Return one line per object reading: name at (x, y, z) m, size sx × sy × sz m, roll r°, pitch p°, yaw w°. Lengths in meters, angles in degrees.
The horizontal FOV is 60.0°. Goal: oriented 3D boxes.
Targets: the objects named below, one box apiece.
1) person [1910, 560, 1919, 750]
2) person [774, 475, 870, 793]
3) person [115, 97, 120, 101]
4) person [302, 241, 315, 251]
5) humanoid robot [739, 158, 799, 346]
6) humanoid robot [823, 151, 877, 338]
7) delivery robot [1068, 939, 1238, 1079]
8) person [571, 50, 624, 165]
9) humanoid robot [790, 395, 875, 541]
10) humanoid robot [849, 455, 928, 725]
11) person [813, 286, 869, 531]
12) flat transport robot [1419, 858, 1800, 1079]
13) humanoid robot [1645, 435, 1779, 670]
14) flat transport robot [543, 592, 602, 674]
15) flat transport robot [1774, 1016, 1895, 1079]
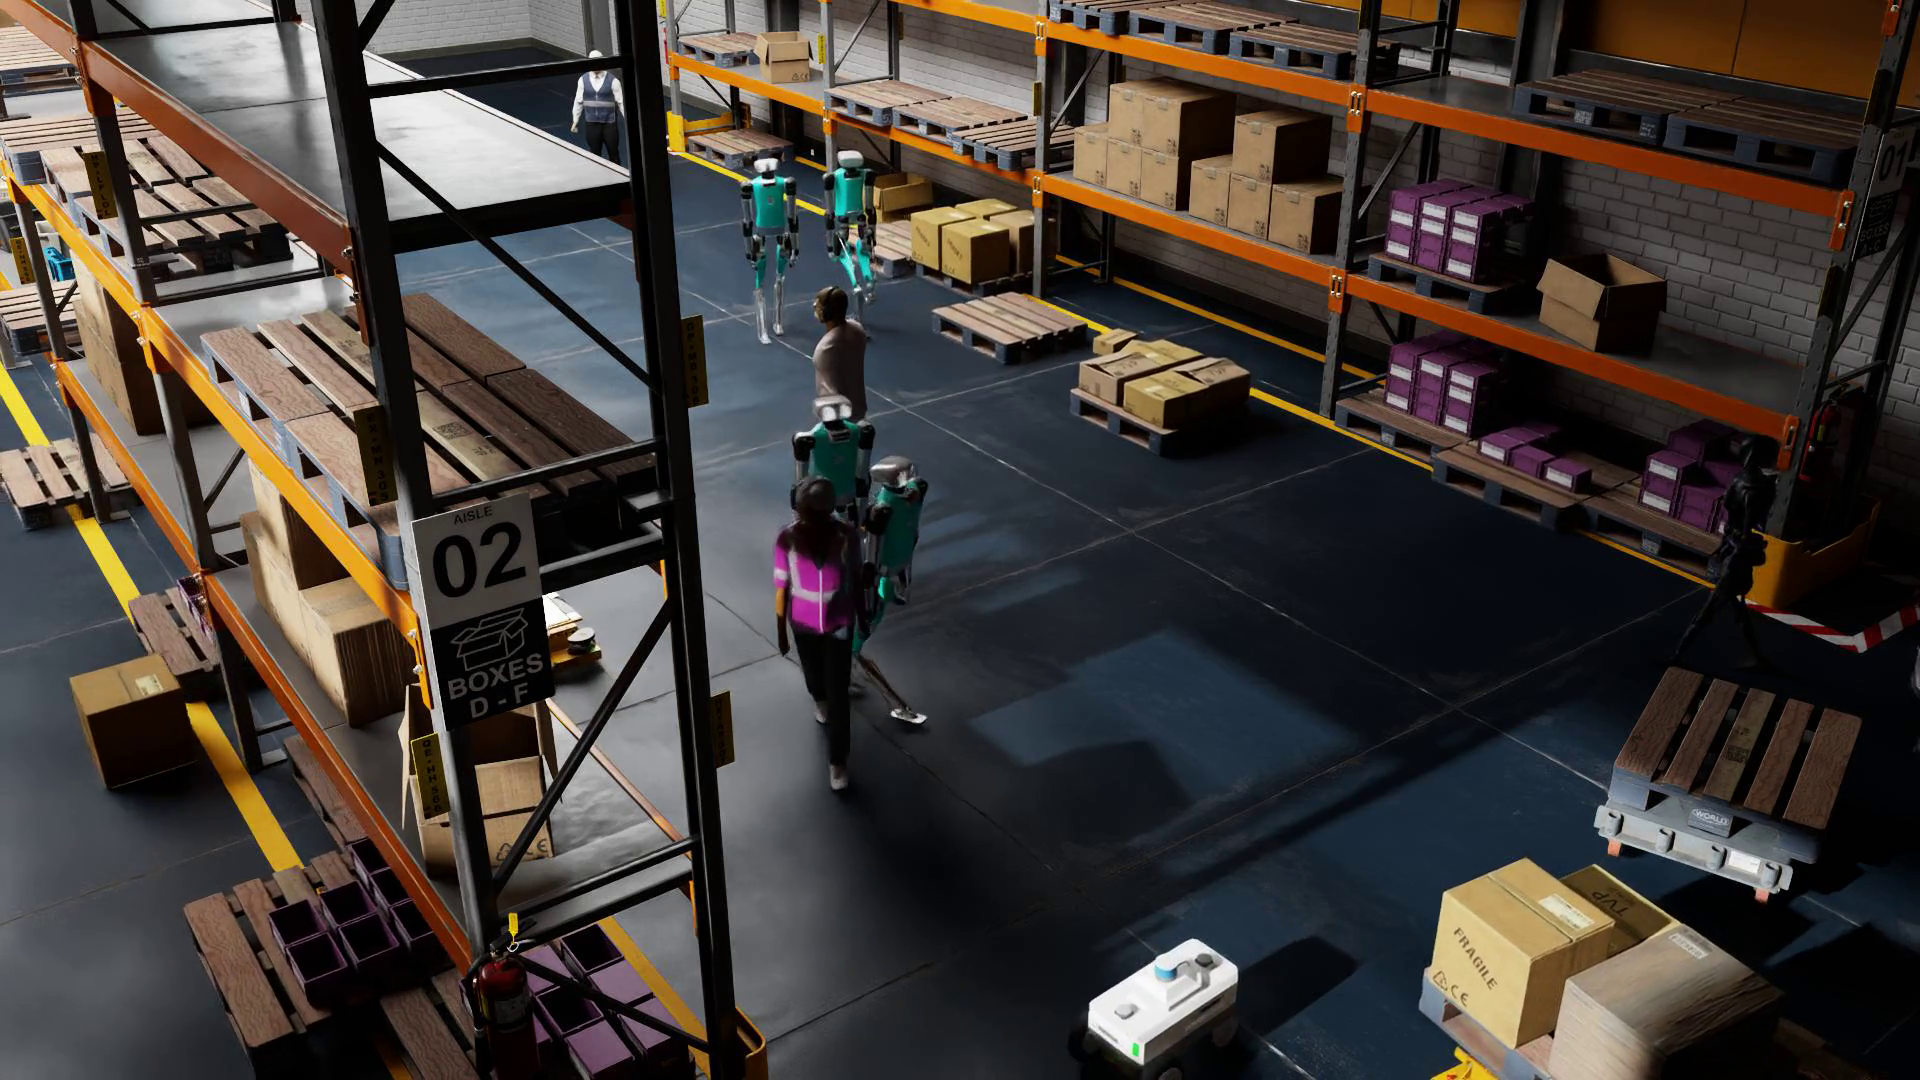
person at (5.879, 0.280, 9.667) m, size 0.938 × 1.869 × 0.618 m, roll -22°, pitch 34°, yaw -36°
person at (-0.781, 0.420, 9.454) m, size 0.524 × 1.796 × 0.977 m, roll -1°, pitch 27°, yaw -3°
person at (-10.410, -5.171, 20.368) m, size 0.403 × 1.986 × 0.611 m, roll 6°, pitch 27°, yaw 12°
person at (-6.130, -2.512, 15.473) m, size 0.283 × 1.627 × 0.510 m, roll 7°, pitch 28°, yaw 14°
humanoid robot at (-1.830, -2.797, 15.917) m, size 0.543 × 1.800 × 0.721 m, roll -7°, pitch 27°, yaw -13°
humanoid robot at (-0.945, -2.778, 15.908) m, size 0.554 × 1.780 × 0.896 m, roll -13°, pitch 30°, yaw -24°
delivery robot at (0.898, 2.127, 7.444) m, size 0.805 × 0.601 × 0.499 m, roll -21°, pitch 33°, yaw -35°
person at (-4.432, -5.172, 20.615) m, size 0.762 × 1.759 × 0.440 m, roll 0°, pitch 27°, yaw 0°
humanoid robot at (-0.892, -0.156, 10.654) m, size 0.545 × 1.772 × 0.715 m, roll -13°, pitch 30°, yaw -25°
humanoid robot at (-0.622, 0.271, 9.866) m, size 0.981 × 1.747 × 0.540 m, roll 14°, pitch 30°, yaw 25°
person at (-0.858, -0.877, 11.875) m, size 0.378 × 1.939 × 0.628 m, roll 9°, pitch 28°, yaw 17°
flat transport robot at (2.840, 2.326, 7.360) m, size 1.431 × 0.231 × 0.659 m, roll -14°, pitch 30°, yaw -26°
humanoid robot at (4.794, 0.093, 10.285) m, size 0.775 × 1.624 × 0.584 m, roll 9°, pitch 28°, yaw 17°
flat transport robot at (-2.966, 0.517, 10.959) m, size 0.659 × 0.231 × 1.431 m, roll -18°, pitch 32°, yaw -31°
flat transport robot at (3.382, 2.298, 7.416) m, size 0.659 × 0.231 × 1.431 m, roll -21°, pitch 34°, yaw -36°
